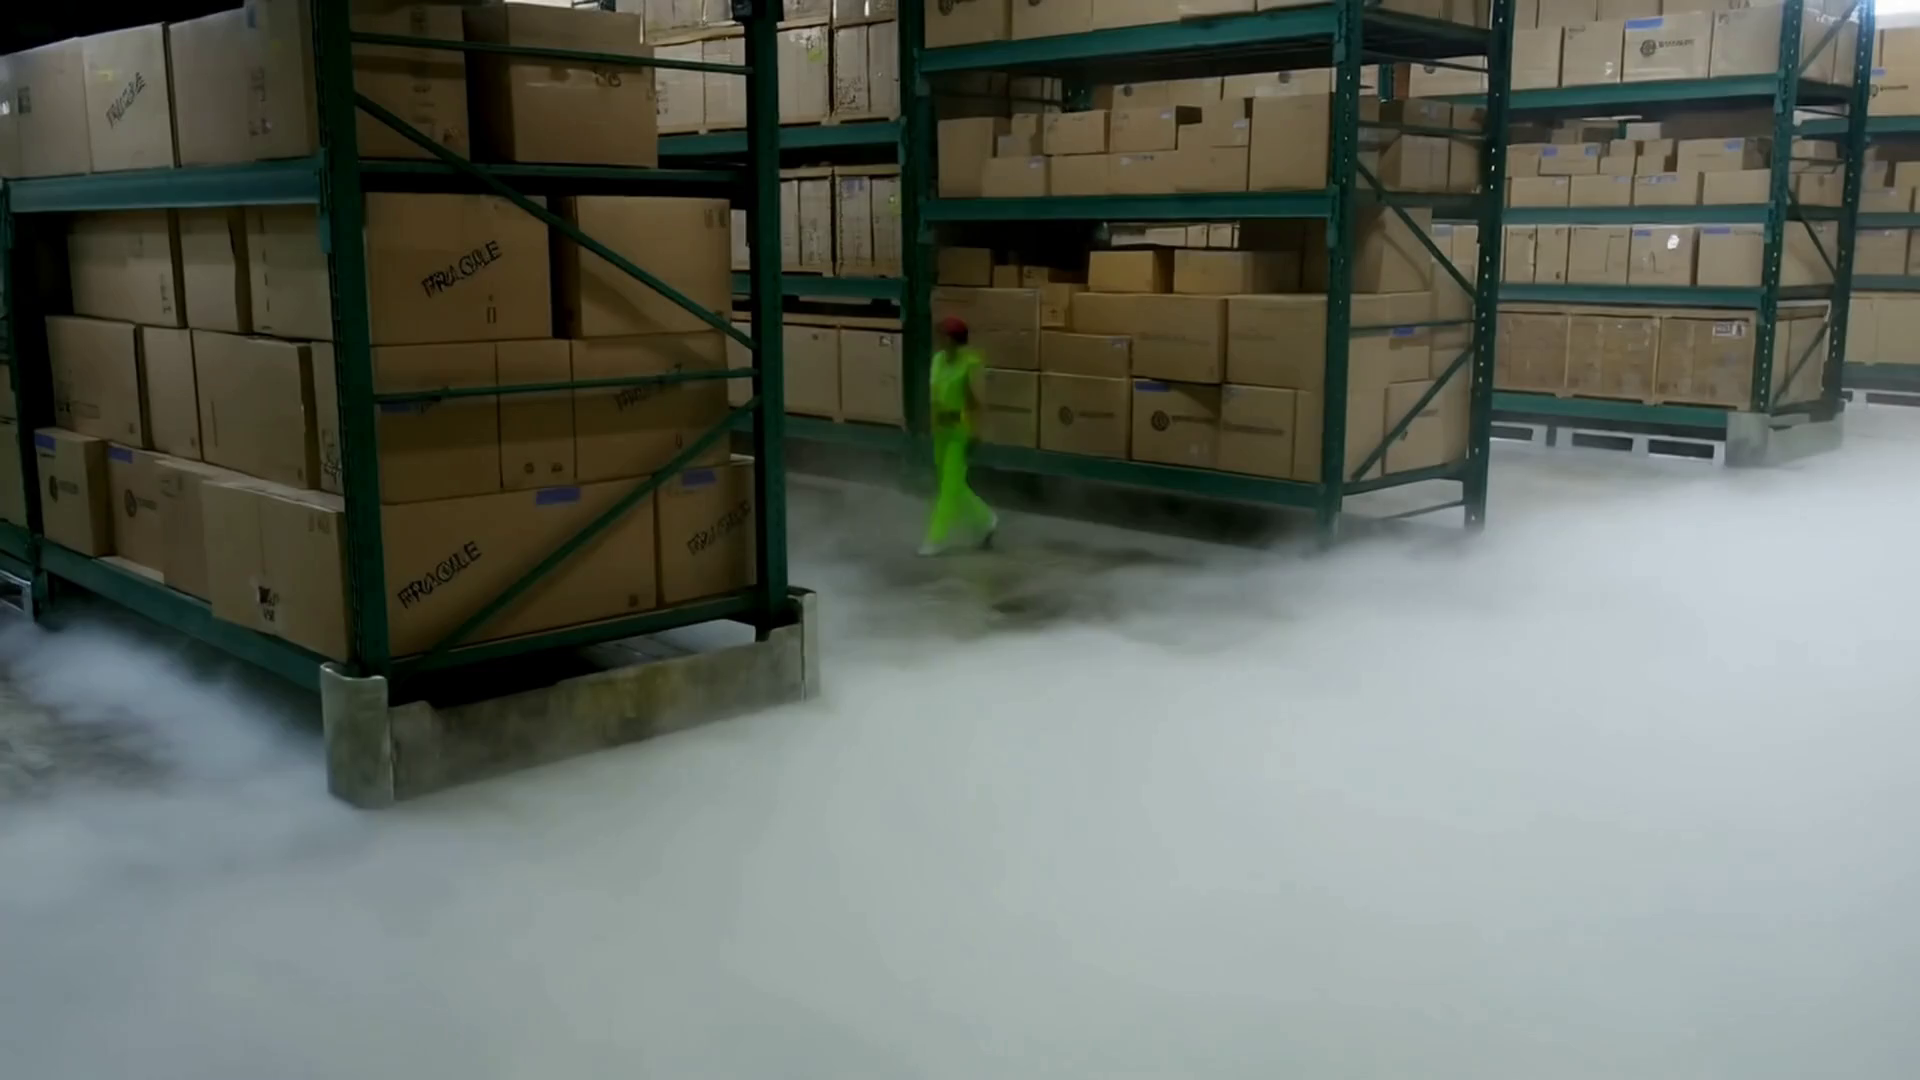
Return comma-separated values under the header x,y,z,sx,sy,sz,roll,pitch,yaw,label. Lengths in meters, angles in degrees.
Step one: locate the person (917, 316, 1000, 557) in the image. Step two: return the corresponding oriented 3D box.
x,y,z,sx,sy,sz,roll,pitch,yaw,label
0.003,-0.694,11.122,0.691,1.597,0.580,-6,12,-29,person
